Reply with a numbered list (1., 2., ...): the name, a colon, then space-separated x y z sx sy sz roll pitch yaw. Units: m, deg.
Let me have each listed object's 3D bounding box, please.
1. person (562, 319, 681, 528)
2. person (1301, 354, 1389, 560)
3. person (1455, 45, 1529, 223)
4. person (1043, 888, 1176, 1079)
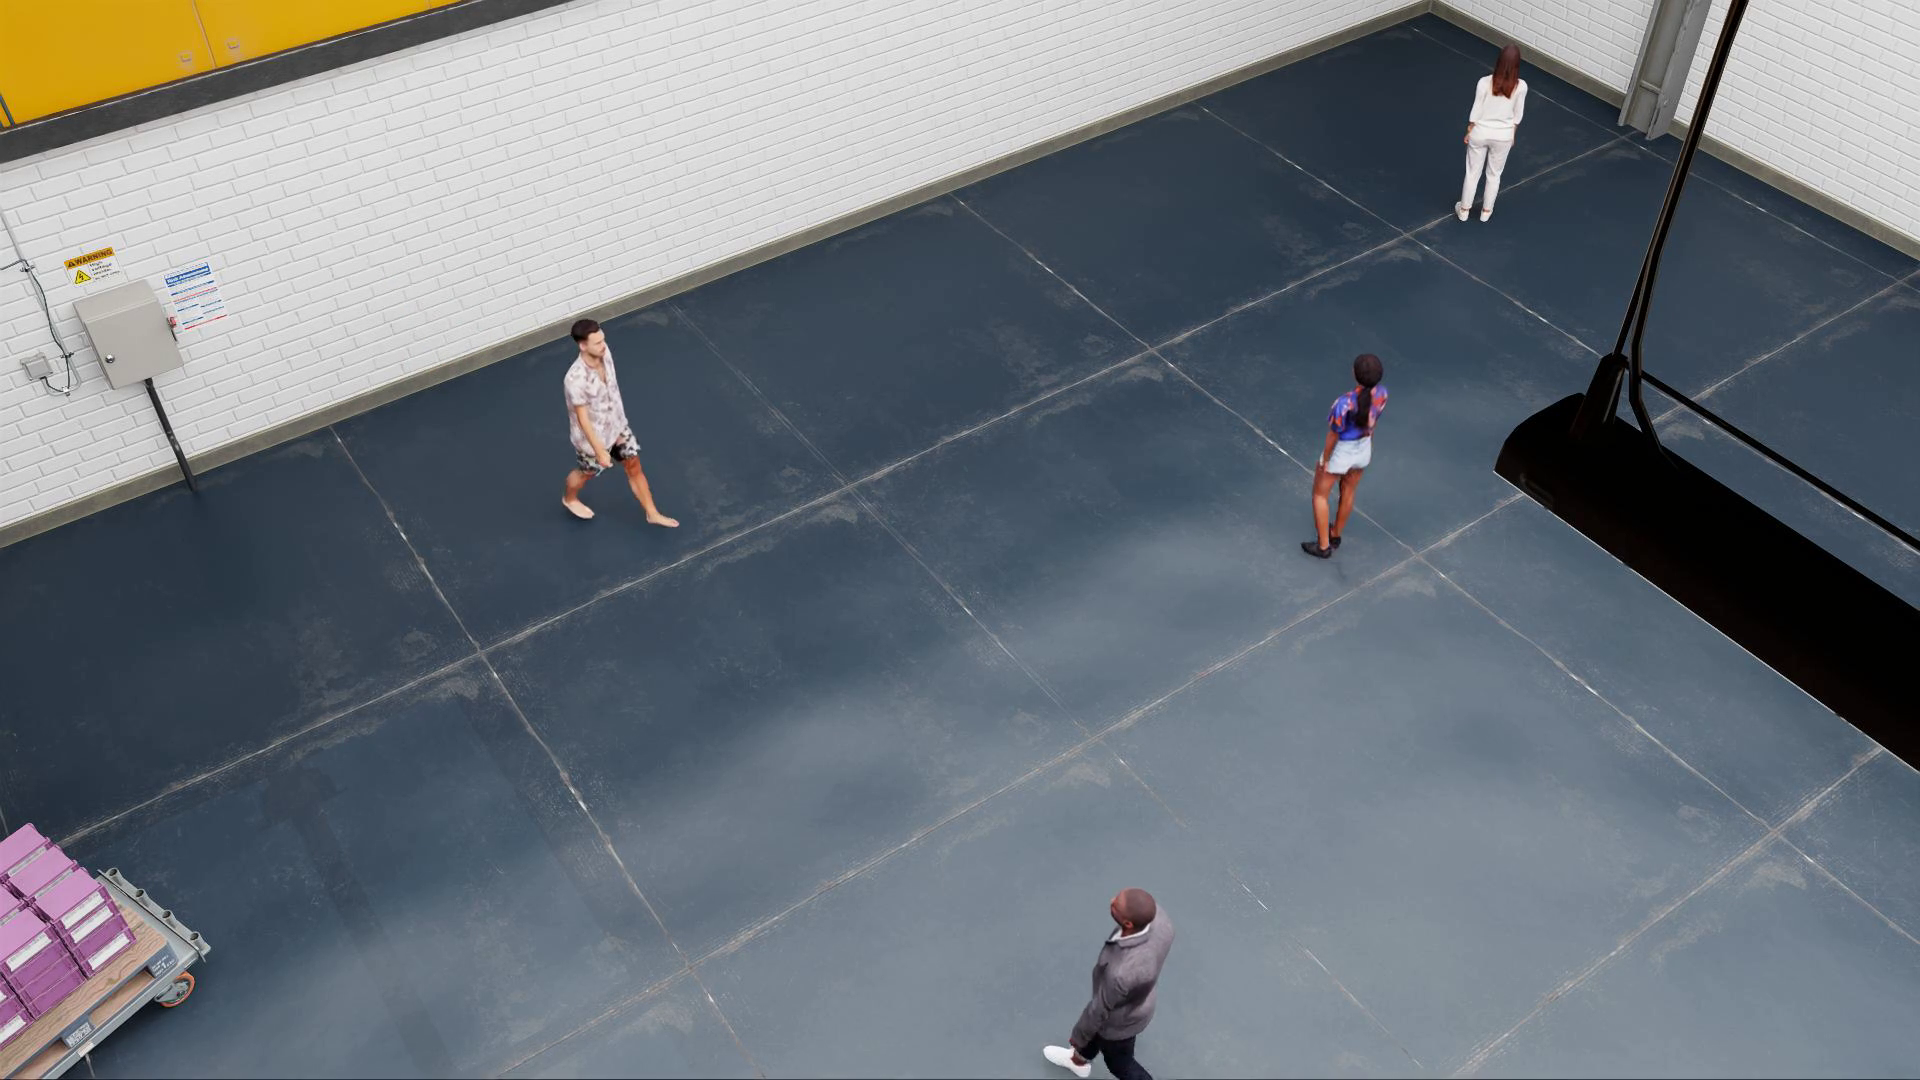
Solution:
1. person: -2.627 -0.796 11.727 1.253 1.774 1.016 19 47 19
2. person: 2.704 -0.559 11.502 0.665 1.742 0.707 -14 45 -14
3. person: 4.714 -3.596 14.729 0.680 1.688 0.739 7 44 7
4. person: 0.883 2.392 8.366 1.243 1.794 1.066 17 46 17
